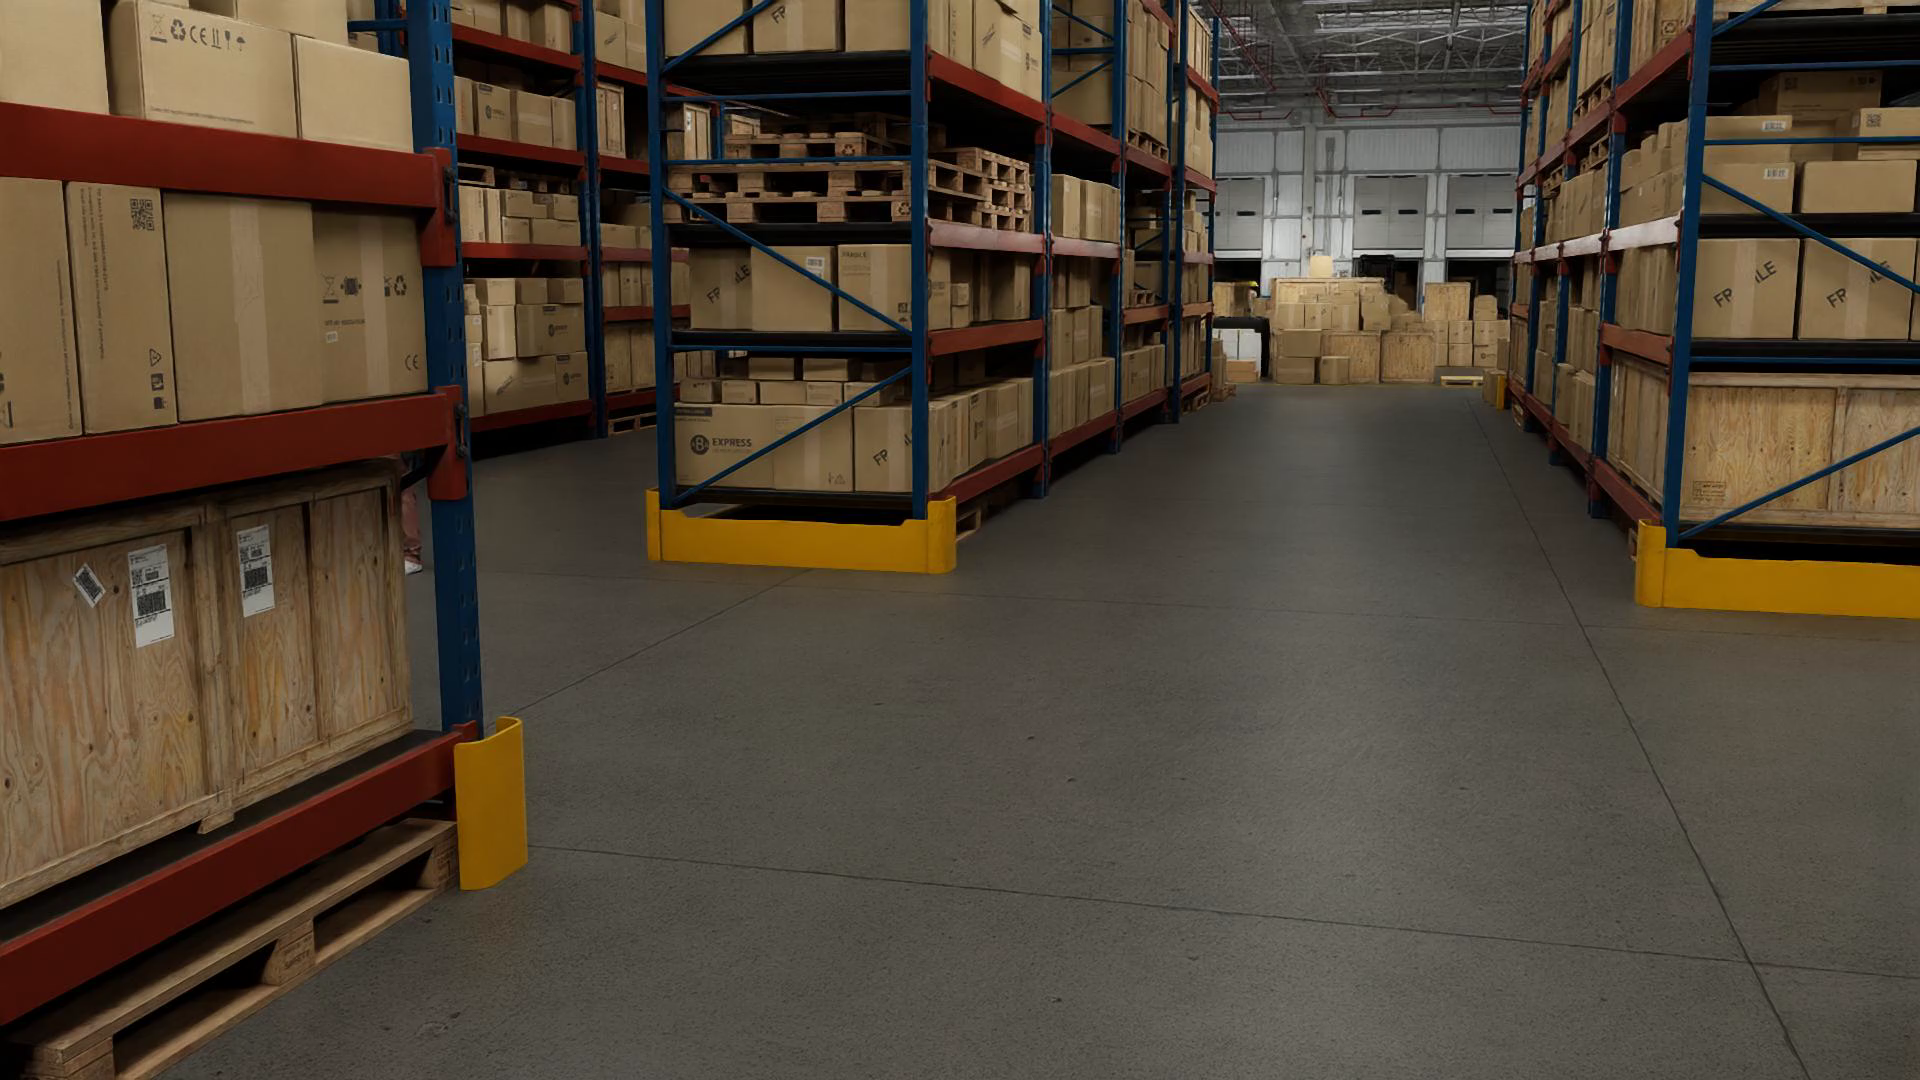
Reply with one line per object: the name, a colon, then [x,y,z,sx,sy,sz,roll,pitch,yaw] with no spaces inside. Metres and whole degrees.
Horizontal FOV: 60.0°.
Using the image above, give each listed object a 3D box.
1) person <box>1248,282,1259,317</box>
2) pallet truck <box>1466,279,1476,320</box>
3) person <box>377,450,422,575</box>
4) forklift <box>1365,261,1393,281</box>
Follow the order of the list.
person: [11.571,-9.249,65.710,0.966,1.886,0.598,4,10,22]
pallet truck: [18.896,-8.459,60.307,1.885,1.965,0.823,5,10,31]
person: [-3.944,-0.698,11.334,0.649,1.901,0.400,8,12,41]
forklift: [14.133,-8.250,56.187,1.129,2.768,1.873,3,9,19]
